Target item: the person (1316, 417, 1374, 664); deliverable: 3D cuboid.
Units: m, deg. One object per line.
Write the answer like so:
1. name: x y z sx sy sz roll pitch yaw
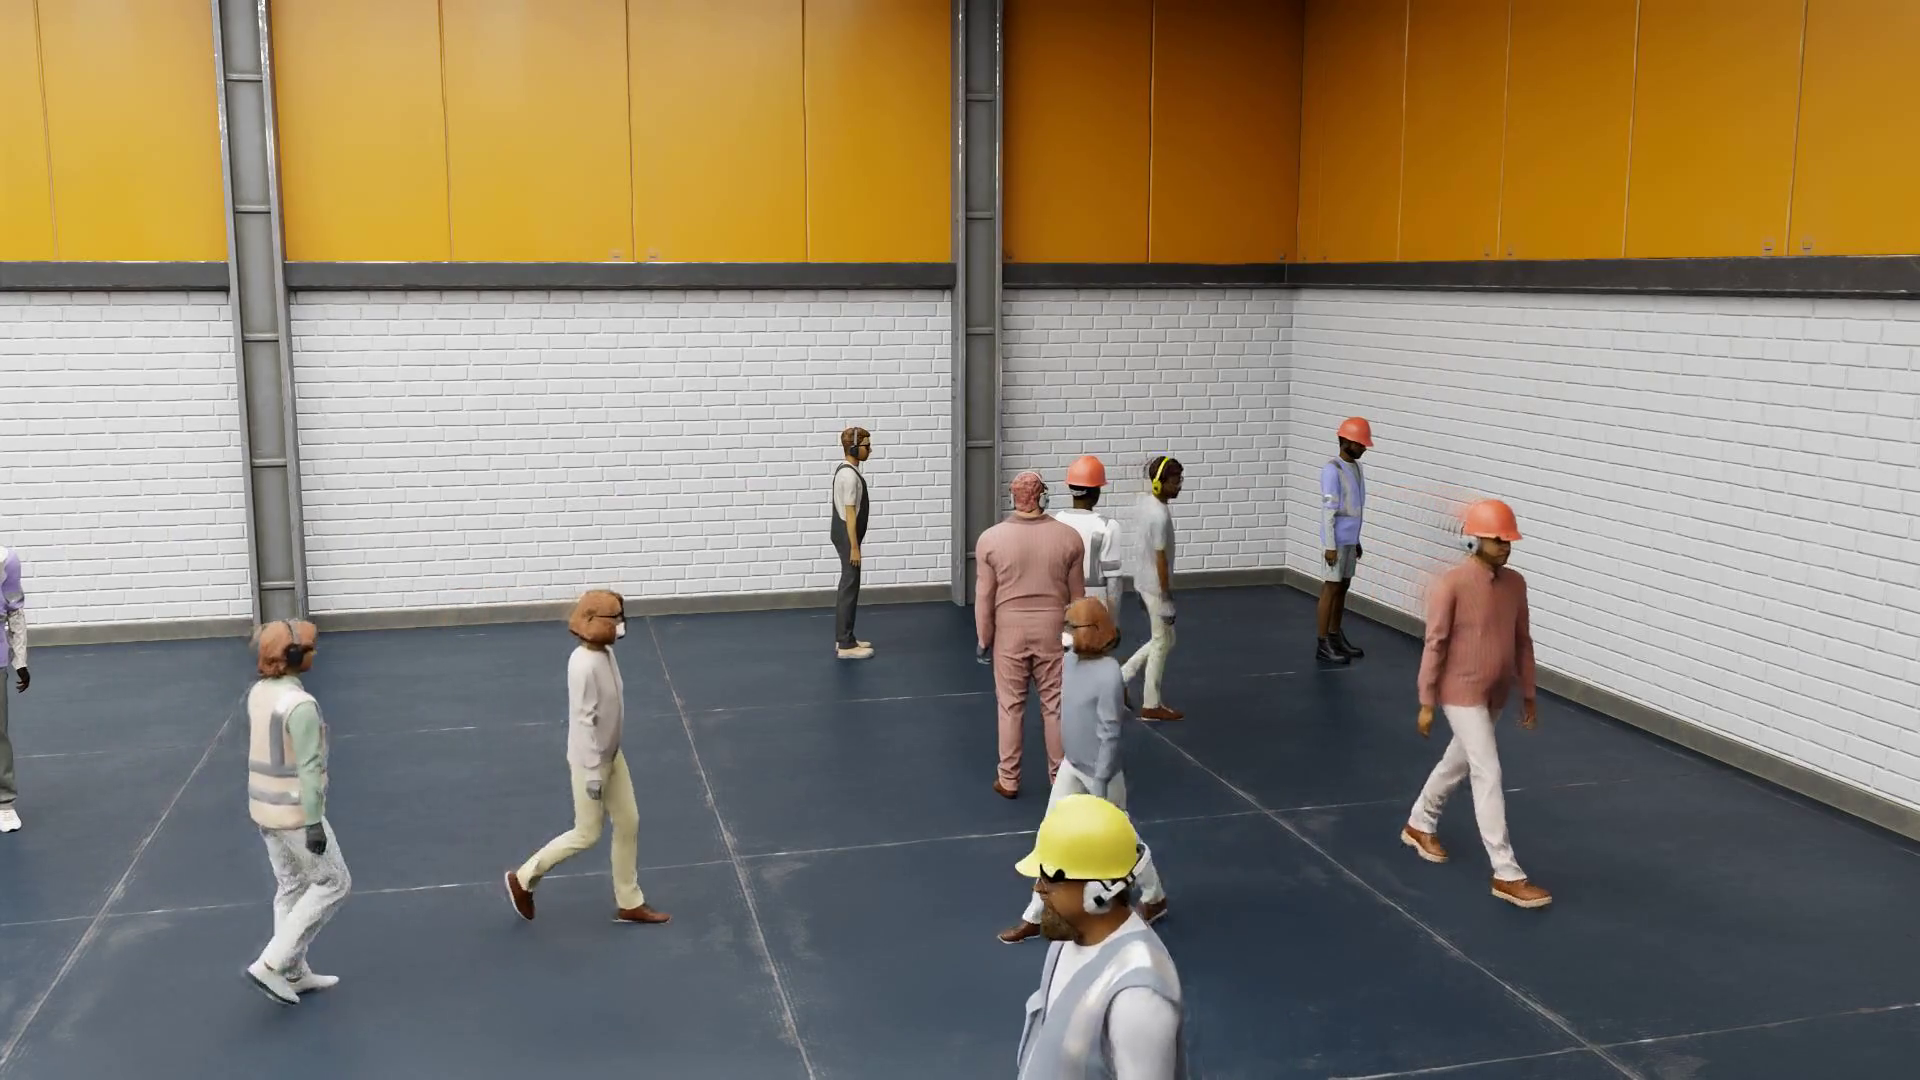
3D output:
1. person: 3.026 -0.006 13.038 0.390 1.926 0.547 7 11 37

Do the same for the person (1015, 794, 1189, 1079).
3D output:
1. person: 0.325 1.495 4.001 0.418 1.816 0.616 -1 9 -9

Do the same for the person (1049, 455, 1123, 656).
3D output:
1. person: 0.746 0.451 10.146 0.547 1.938 0.379 5 10 29

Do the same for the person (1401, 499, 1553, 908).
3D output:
1. person: 2.567 0.750 8.278 0.633 1.947 1.018 -6 11 -32

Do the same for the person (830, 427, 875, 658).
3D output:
1. person: -0.851 0.021 13.166 0.342 1.839 0.501 0 9 -3

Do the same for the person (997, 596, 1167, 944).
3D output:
1. person: 0.612 1.038 7.581 0.846 1.594 0.513 -5 10 -26

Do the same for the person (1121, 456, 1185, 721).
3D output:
1. person: 1.277 0.339 11.129 0.474 1.837 0.541 0 9 -3

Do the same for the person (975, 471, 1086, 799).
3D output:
1. person: 0.401 0.552 9.632 0.642 1.905 0.401 -1 9 -4

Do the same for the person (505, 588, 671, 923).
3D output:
1. person: -1.737 1.012 7.670 0.688 1.609 0.502 1 9 7

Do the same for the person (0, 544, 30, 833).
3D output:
1. person: -5.337 0.651 8.936 0.594 1.924 0.382 -5 10 -28

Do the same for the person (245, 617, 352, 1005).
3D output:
1. person: -2.754 1.130 6.871 0.377 1.624 0.539 -8 12 -42
